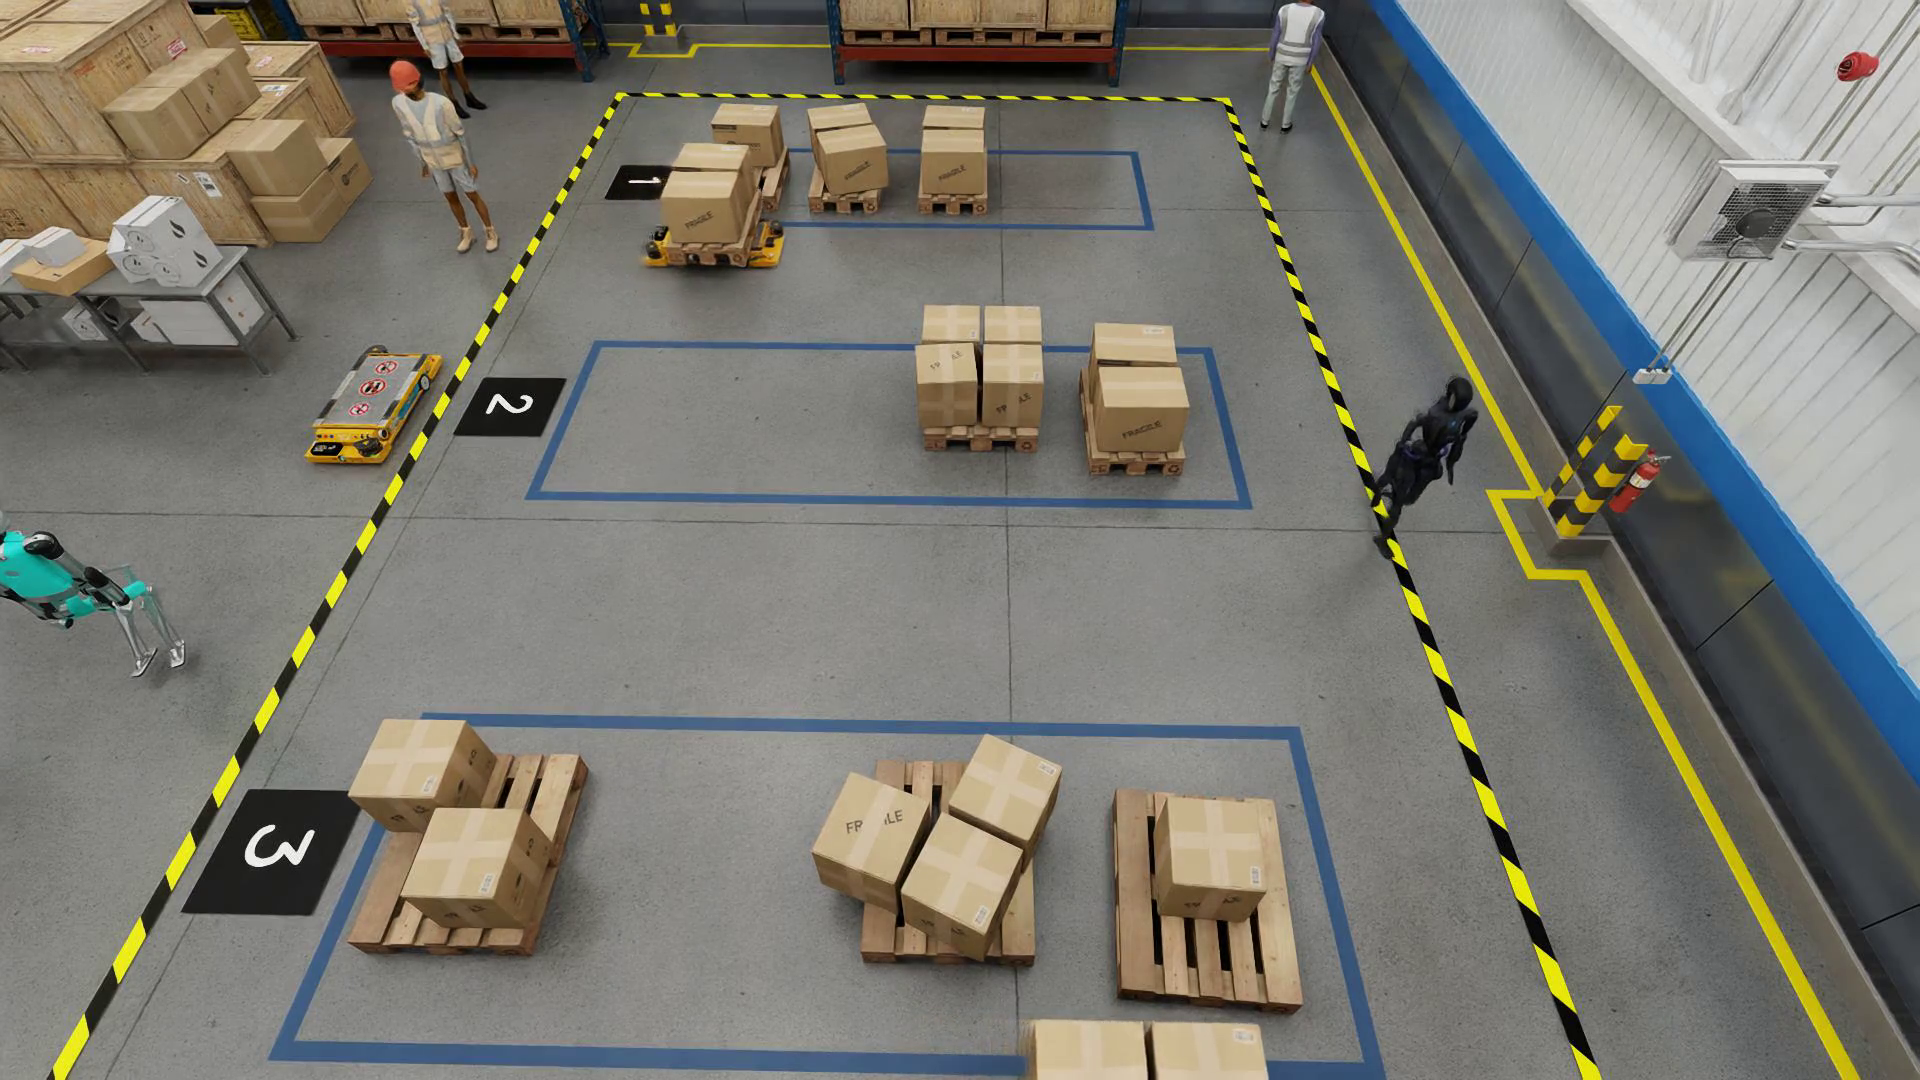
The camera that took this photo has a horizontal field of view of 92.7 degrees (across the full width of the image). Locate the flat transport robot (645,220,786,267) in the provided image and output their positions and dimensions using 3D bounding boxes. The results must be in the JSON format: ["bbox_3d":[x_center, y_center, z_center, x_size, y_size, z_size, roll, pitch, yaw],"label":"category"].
[{"bbox_3d":[-2.694,-3.298,10.140,1.431,0.197,0.652,1,50,1],"label":"flat transport robot"}]

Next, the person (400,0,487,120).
[{"bbox_3d":[-6.665,-6.429,11.715,0.360,1.936,0.544,26,55,20],"label":"person"}]

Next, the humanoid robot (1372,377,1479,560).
[{"bbox_3d":[3.465,-0.627,6.981,0.615,1.635,0.635,-7,50,-6],"label":"humanoid robot"}]

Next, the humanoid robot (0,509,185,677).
[{"bbox_3d":[-5.809,0.263,6.093,0.533,1.680,0.735,-12,51,-10],"label":"humanoid robot"}]

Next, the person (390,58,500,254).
[{"bbox_3d":[-5.366,-3.952,9.550,0.607,2.044,0.392,0,50,0],"label":"person"}]

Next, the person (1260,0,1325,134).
[{"bbox_3d":[4.146,-6.030,11.450,0.586,1.824,0.404,20,53,16],"label":"person"}]

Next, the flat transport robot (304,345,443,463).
[{"bbox_3d":[-5.383,-1.269,8.441,0.659,0.231,1.431,1,50,1],"label":"flat transport robot"}]
